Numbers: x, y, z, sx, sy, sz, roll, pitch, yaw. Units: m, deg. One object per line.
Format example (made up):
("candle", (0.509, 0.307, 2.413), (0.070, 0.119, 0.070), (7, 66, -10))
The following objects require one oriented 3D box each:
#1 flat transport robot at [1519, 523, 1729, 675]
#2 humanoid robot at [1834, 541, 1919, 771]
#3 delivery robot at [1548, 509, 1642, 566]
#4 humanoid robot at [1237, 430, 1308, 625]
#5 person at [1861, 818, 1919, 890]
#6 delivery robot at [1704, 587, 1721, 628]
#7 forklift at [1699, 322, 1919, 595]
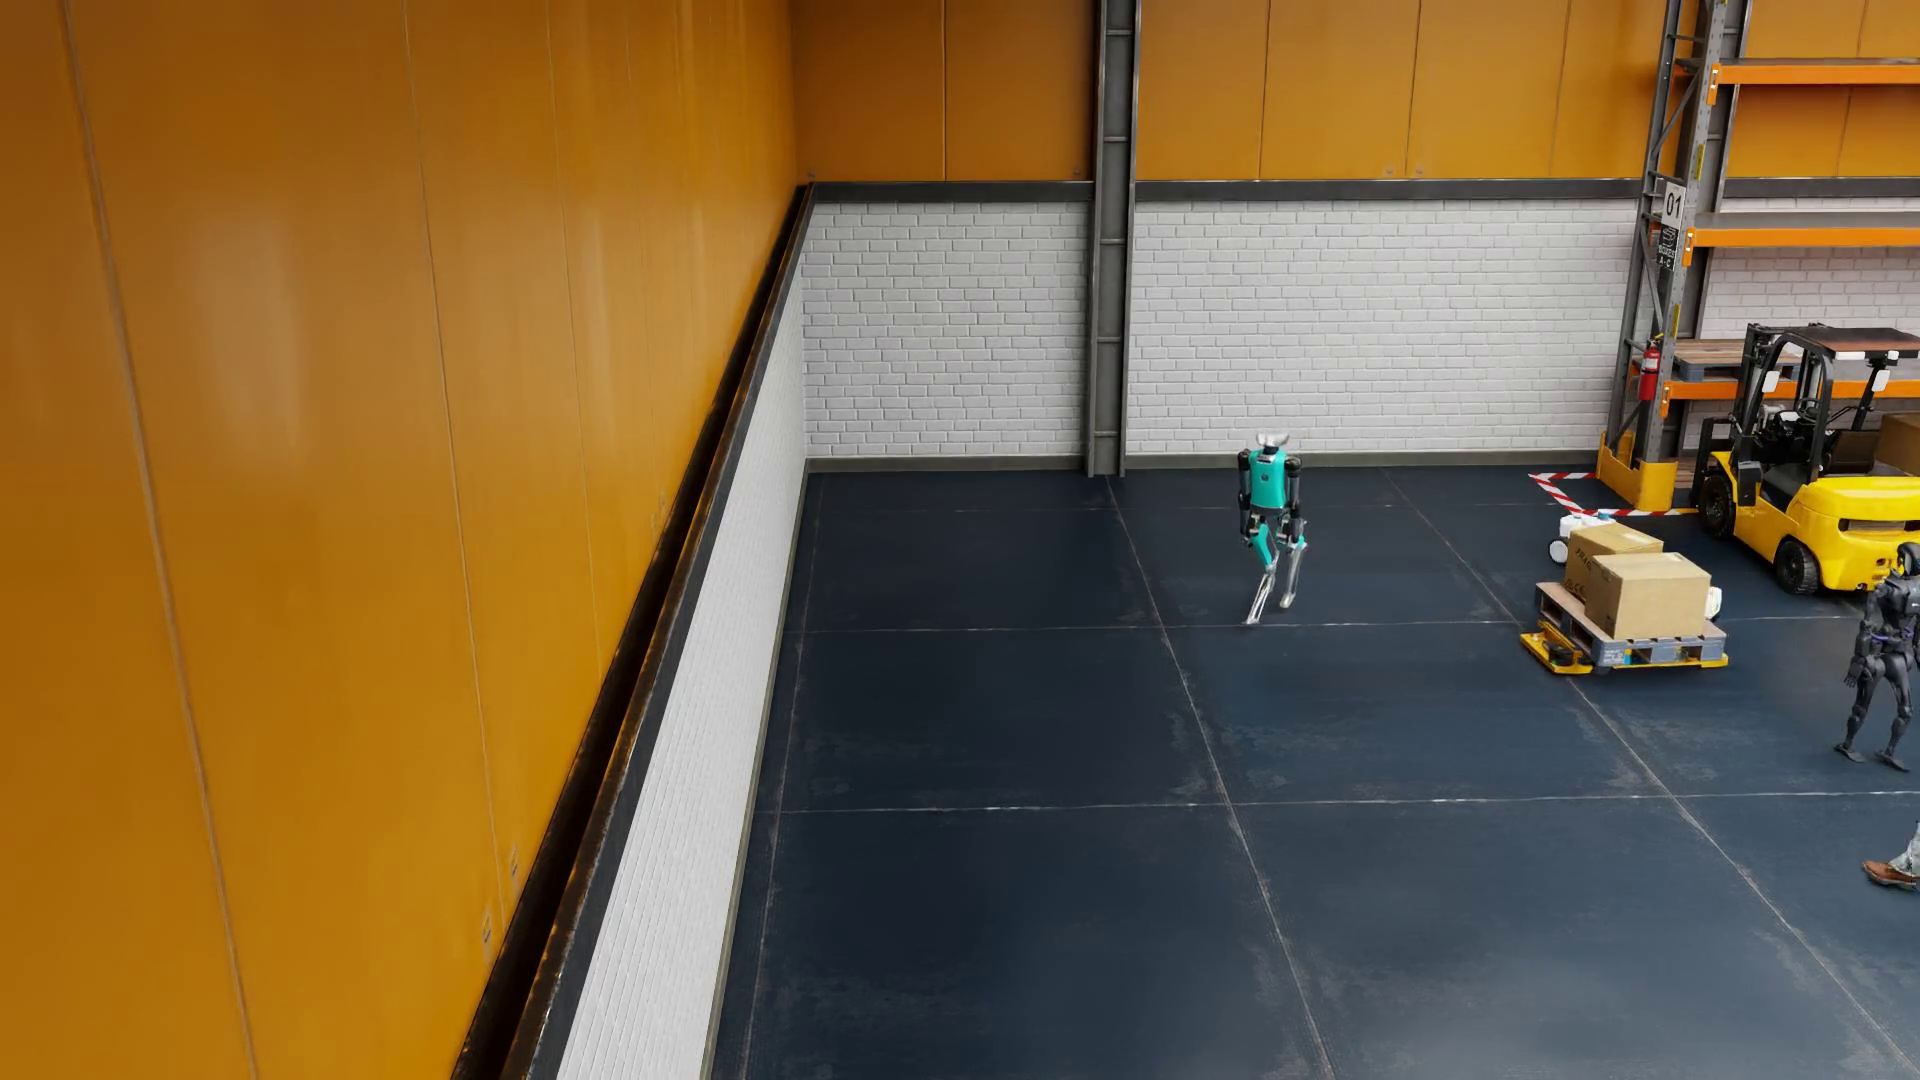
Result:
("flat transport robot", (5.299, 0.835, 13.287), (1.431, 0.231, 0.659), (-2, 20, -6))
("humanoid robot", (6.365, 0.787, 11.388), (0.609, 1.642, 0.454), (-6, 21, -16))
("delivery robot", (5.790, 0.010, 15.116), (0.499, 0.598, 0.777), (-14, 24, -32))
("humanoid robot", (2.638, -0.129, 13.833), (0.545, 1.746, 1.060), (12, 23, 29))
("person", (5.932, 1.212, 9.900), (0.885, 1.904, 0.643), (9, 22, 24))
("delivery robot", (5.884, 0.550, 13.671), (0.792, 0.611, 0.499), (8, 22, 21))
("forklift", (7.809, -0.792, 14.926), (1.214, 2.155, 2.313), (-1, 20, -2))
